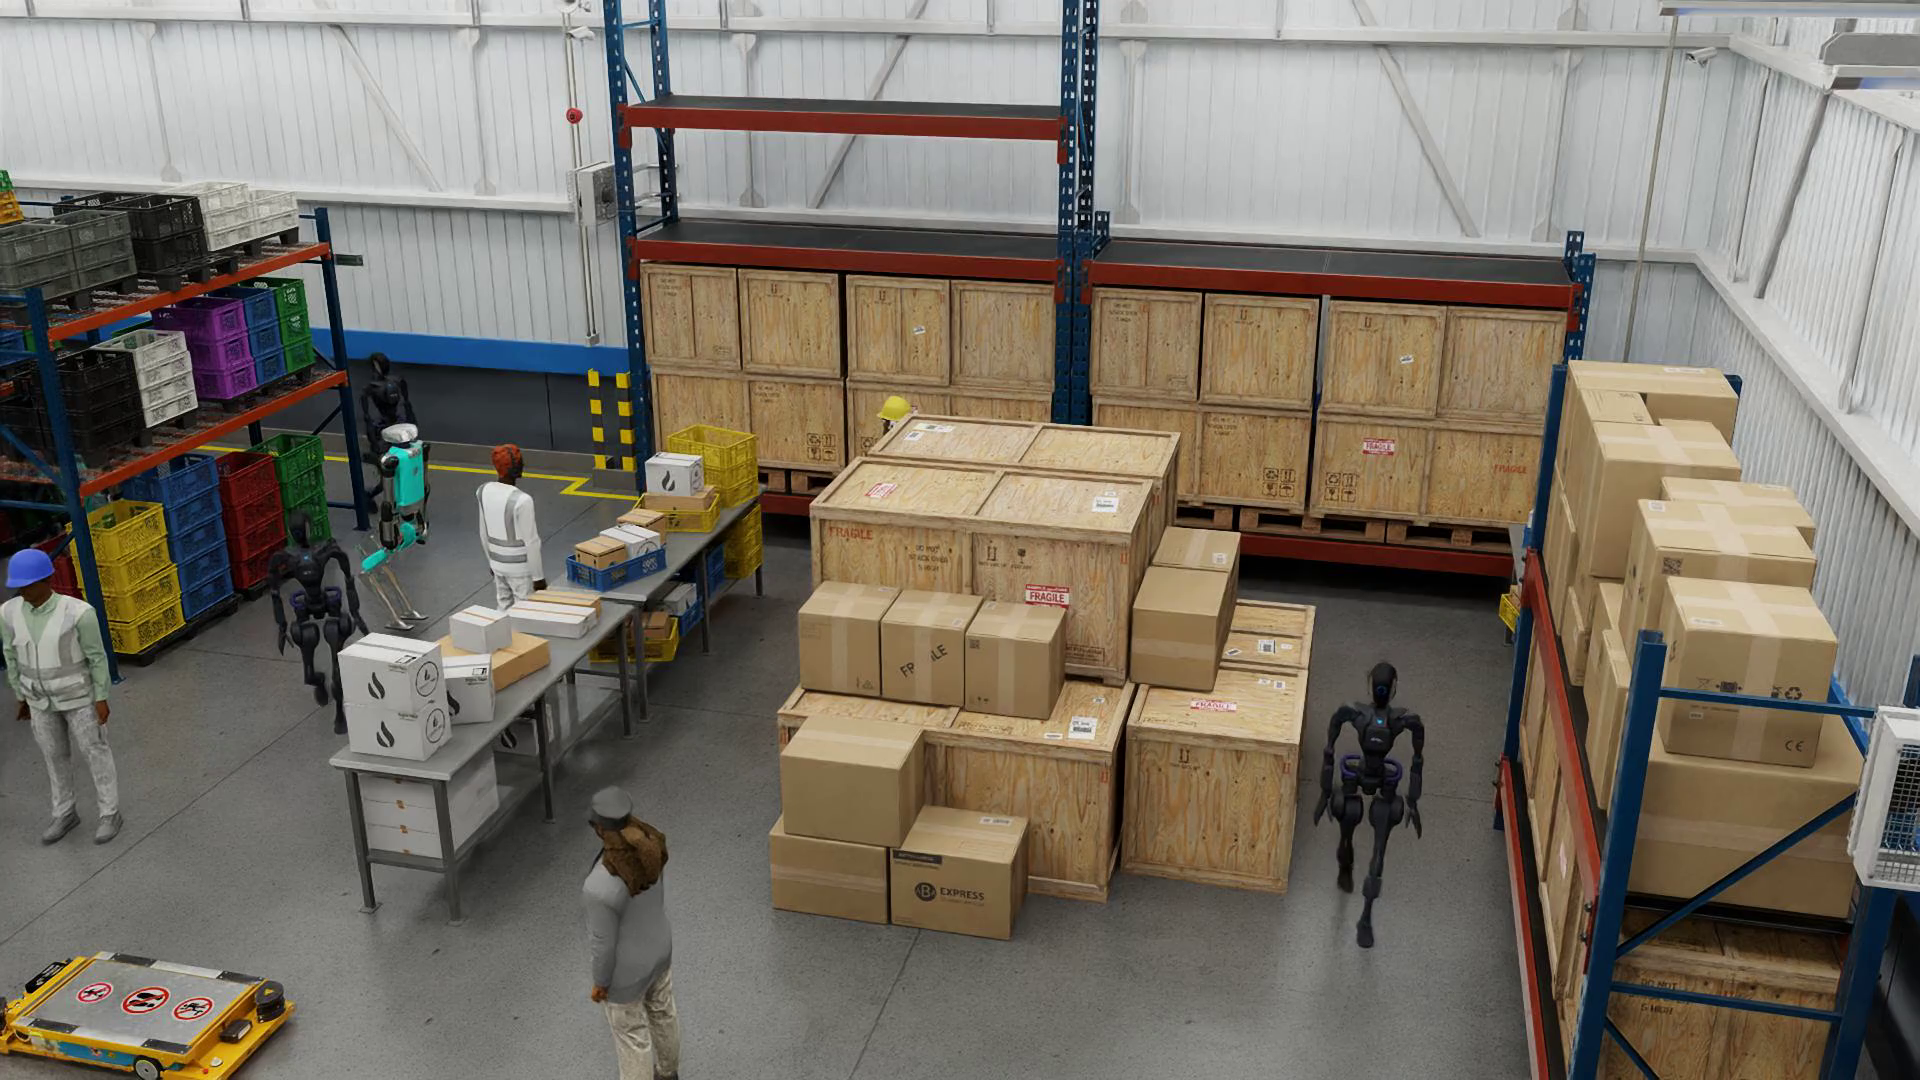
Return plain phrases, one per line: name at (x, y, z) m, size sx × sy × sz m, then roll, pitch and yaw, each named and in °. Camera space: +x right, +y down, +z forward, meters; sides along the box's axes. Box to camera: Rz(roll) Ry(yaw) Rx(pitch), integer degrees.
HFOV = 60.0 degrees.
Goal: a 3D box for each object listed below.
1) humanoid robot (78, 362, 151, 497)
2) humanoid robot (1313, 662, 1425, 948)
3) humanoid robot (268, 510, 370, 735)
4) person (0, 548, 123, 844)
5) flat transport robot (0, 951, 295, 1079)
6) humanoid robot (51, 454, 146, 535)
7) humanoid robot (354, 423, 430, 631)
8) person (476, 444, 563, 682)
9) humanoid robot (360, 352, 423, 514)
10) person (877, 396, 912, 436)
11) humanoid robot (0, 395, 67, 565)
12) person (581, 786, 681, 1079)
humanoid robot at (-7.649, -0.852, 15.260) m, size 0.530 × 1.773 × 0.991 m, roll 9°, pitch 23°, yaw 22°
humanoid robot at (2.323, 1.418, 9.431) m, size 0.602 × 1.633 × 0.762 m, roll 4°, pitch 21°, yaw 11°
humanoid robot at (-4.501, 0.527, 11.718) m, size 0.612 × 1.640 × 0.540 m, roll -7°, pitch 22°, yaw -18°
person at (-5.509, 0.954, 10.198) m, size 0.604 × 1.948 × 0.400 m, roll 1°, pitch 21°, yaw 3°
flat transport robot at (-4.270, 2.464, 8.601) m, size 1.431 × 0.231 × 0.659 m, roll 5°, pitch 22°, yaw 13°
humanoid robot at (-7.354, -0.450, 14.277) m, size 0.560 × 1.778 × 1.074 m, roll 3°, pitch 21°, yaw 7°
humanoid robot at (-4.537, -0.120, 13.166) m, size 0.728 × 1.692 × 0.531 m, roll 7°, pitch 22°, yaw 17°
person at (-3.272, 0.202, 12.257) m, size 0.574 × 1.882 × 0.362 m, roll 15°, pitch 26°, yaw 35°
humanoid robot at (-5.400, -0.991, 15.693) m, size 0.615 × 1.642 × 0.585 m, roll 12°, pitch 24°, yaw 29°
person at (-0.497, -0.285, 13.599) m, size 0.404 × 1.834 × 0.588 m, roll 6°, pitch 22°, yaw 14°
humanoid robot at (-8.041, -0.445, 14.253) m, size 0.602 × 1.650 × 0.473 m, roll -4°, pitch 21°, yaw -10°
person at (-1.547, 1.959, 7.825) m, size 0.404 × 1.762 × 0.564 m, roll 8°, pitch 22°, yaw 21°
